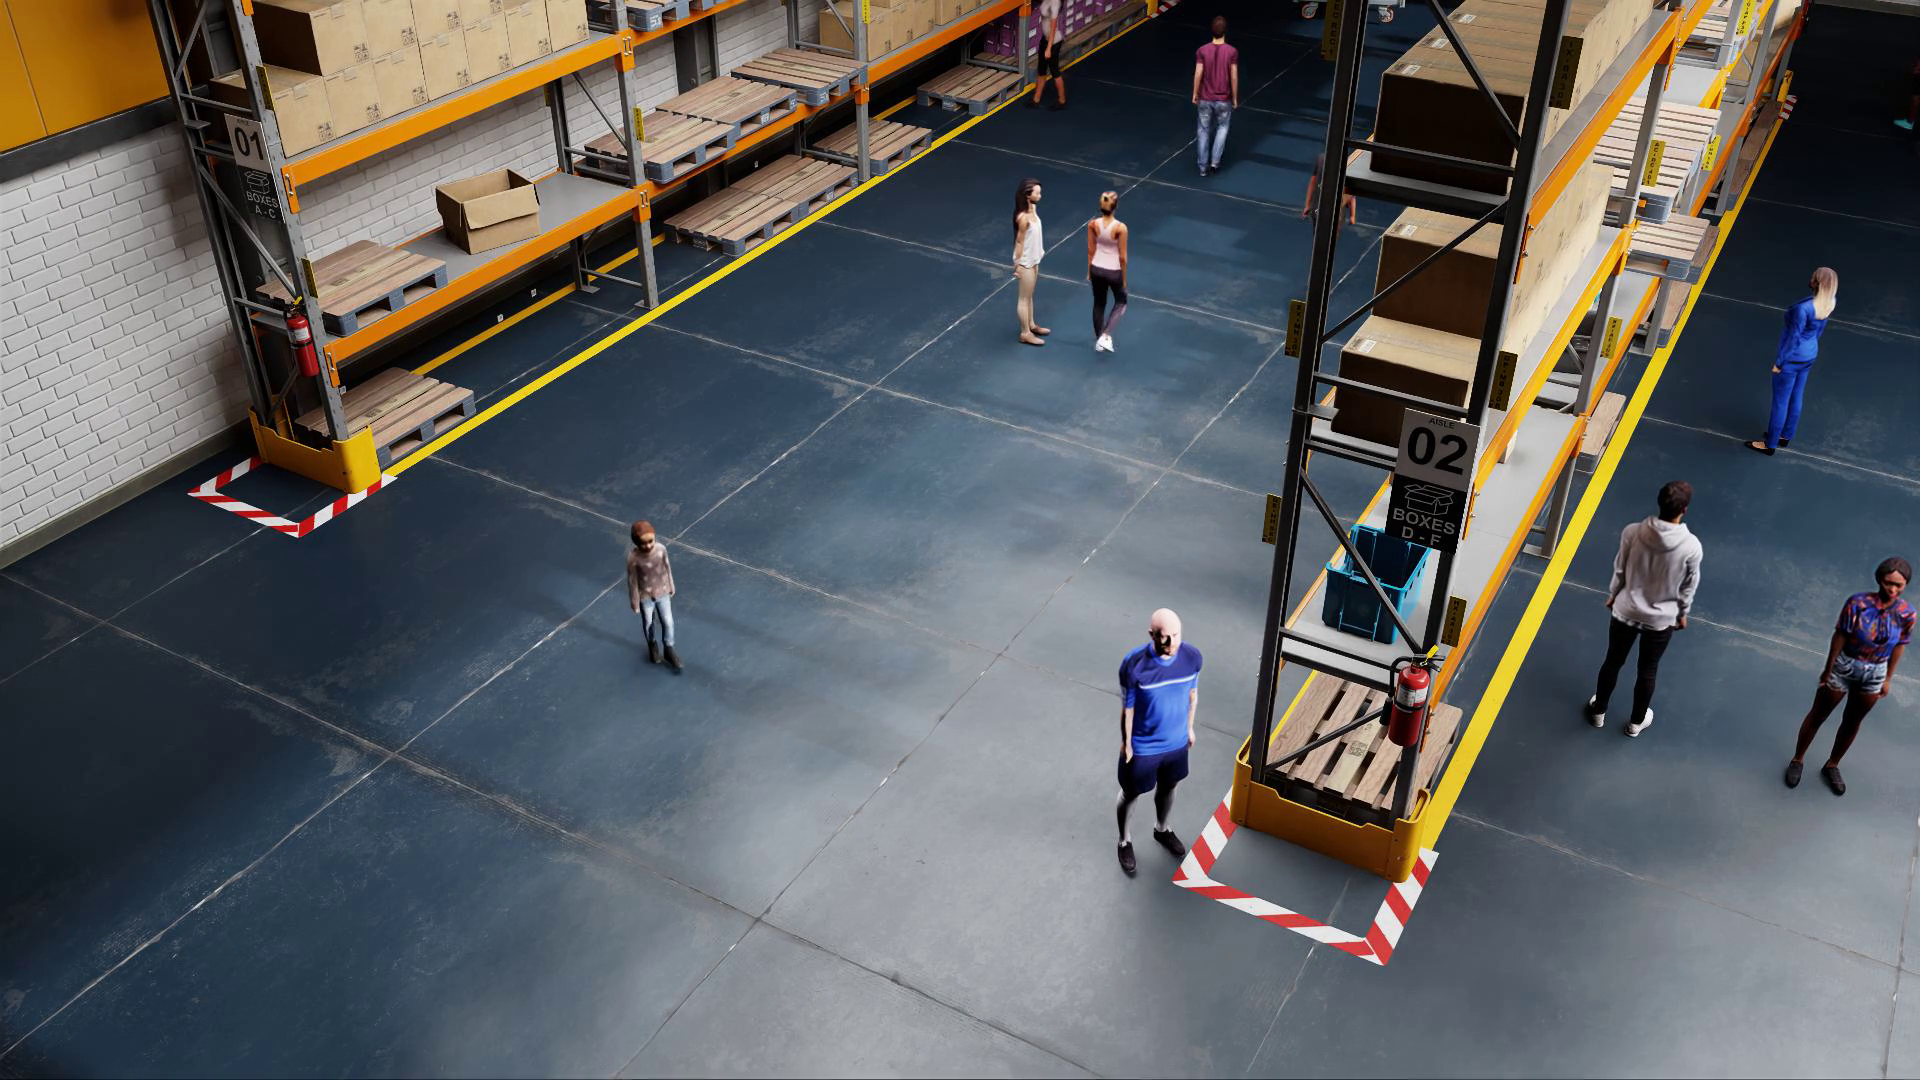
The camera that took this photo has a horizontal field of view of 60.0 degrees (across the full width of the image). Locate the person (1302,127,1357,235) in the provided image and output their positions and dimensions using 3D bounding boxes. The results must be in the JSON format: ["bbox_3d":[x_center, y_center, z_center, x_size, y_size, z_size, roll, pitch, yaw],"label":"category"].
[{"bbox_3d":[3.680,-3.312,16.755,0.759,1.760,1.002,25,41,32],"label":"person"}]

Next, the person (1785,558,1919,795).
[{"bbox_3d":[5.660,0.850,10.510,0.636,1.741,0.595,9,35,13],"label":"person"}]

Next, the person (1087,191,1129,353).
[{"bbox_3d":[1.356,-2.480,15.618,0.569,1.634,0.670,17,37,24],"label":"person"}]

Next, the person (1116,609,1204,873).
[{"bbox_3d":[1.169,1.167,9.943,0.731,1.842,0.818,-12,36,-18],"label":"person"}]

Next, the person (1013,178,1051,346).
[{"bbox_3d":[0.628,-2.678,15.899,0.672,1.652,0.608,-6,34,-9],"label":"person"}]

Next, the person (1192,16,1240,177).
[{"bbox_3d":[2.972,-5.152,19.453,0.779,1.838,0.763,6,34,8],"label":"person"}]

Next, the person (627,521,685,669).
[{"bbox_3d":[-2.200,0.339,11.783,0.636,1.184,0.692,-16,37,-23],"label":"person"}]

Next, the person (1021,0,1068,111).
[{"bbox_3d":[1.223,-6.402,21.422,0.943,1.740,0.897,-6,34,-9],"label":"person"}]

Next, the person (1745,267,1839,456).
[{"bbox_3d":[7.114,-1.529,14.126,0.637,1.701,0.766,-21,39,-28],"label":"person"}]

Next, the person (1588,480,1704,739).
[{"bbox_3d":[4.509,0.456,10.932,0.670,1.930,0.590,17,37,24],"label":"person"}]
